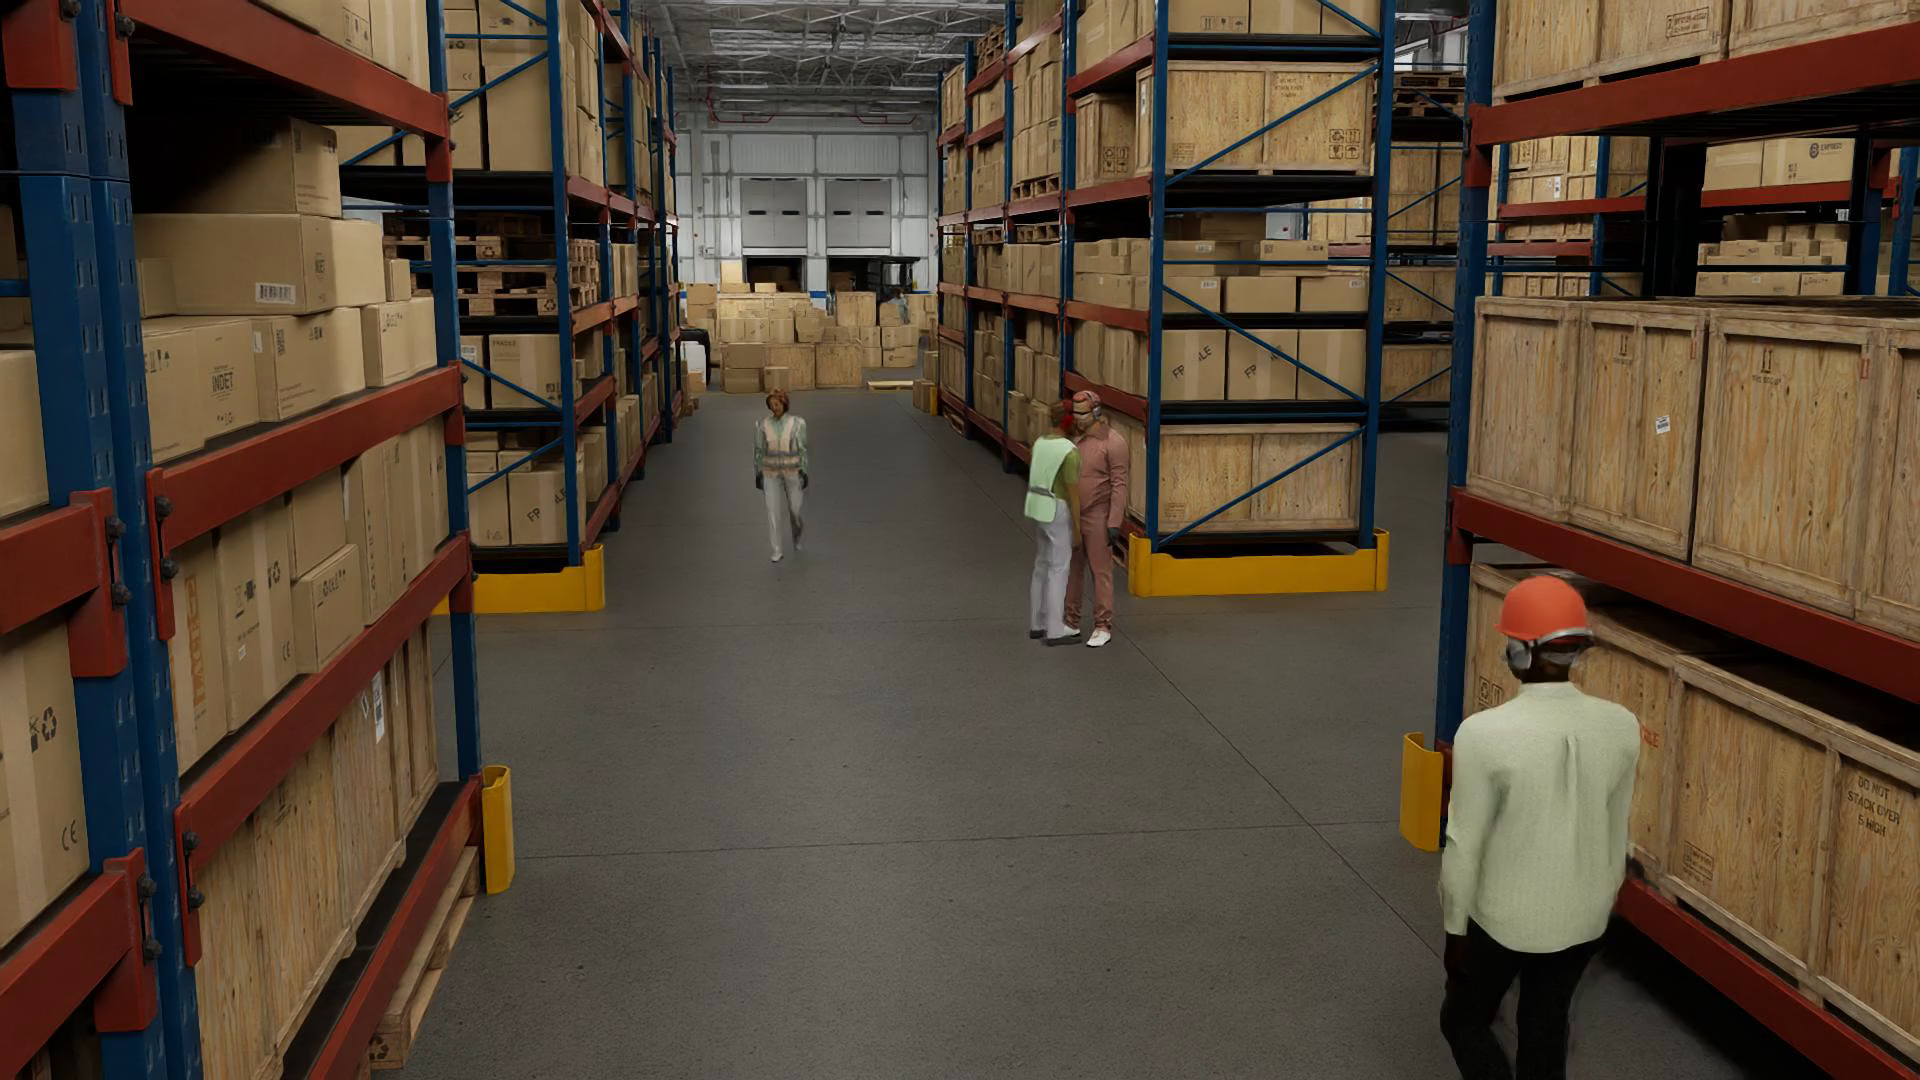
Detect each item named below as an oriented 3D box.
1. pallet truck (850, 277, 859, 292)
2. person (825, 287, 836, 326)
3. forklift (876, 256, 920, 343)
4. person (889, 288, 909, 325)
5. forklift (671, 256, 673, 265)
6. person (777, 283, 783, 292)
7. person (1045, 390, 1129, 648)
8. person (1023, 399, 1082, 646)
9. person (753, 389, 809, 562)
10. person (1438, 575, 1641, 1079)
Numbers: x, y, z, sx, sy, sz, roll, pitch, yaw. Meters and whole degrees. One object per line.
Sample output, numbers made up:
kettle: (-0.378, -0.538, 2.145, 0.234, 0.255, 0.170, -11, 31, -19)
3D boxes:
pallet truck: (-3.782, -9.391, 65.808, 1.885, 1.965, 0.823, 2, 10, 10)
person: (-5.015, -9.115, 65.365, 0.534, 1.592, 0.864, 0, 10, -2)
forklift: (-2.206, -7.869, 54.379, 1.129, 2.768, 1.873, -5, 11, -26)
person: (-1.908, -6.707, 50.554, 0.626, 1.890, 1.009, -9, 13, -43)
forklift: (-10.985, -9.066, 61.343, 1.129, 2.768, 1.873, -1, 10, -7)
person: (-6.458, -8.327, 60.004, 0.763, 1.860, 0.588, -6, 11, -32)
person: (0.926, -0.161, 12.353, 0.638, 1.903, 0.408, 8, 13, 41)
person: (0.708, -0.125, 12.350, 0.417, 1.832, 0.594, -5, 11, -27)
person: (-1.696, -0.620, 15.792, 0.537, 1.625, 0.467, 0, 10, 2)
person: (1.690, 1.087, 4.850, 0.625, 1.976, 0.508, -2, 10, -12)
